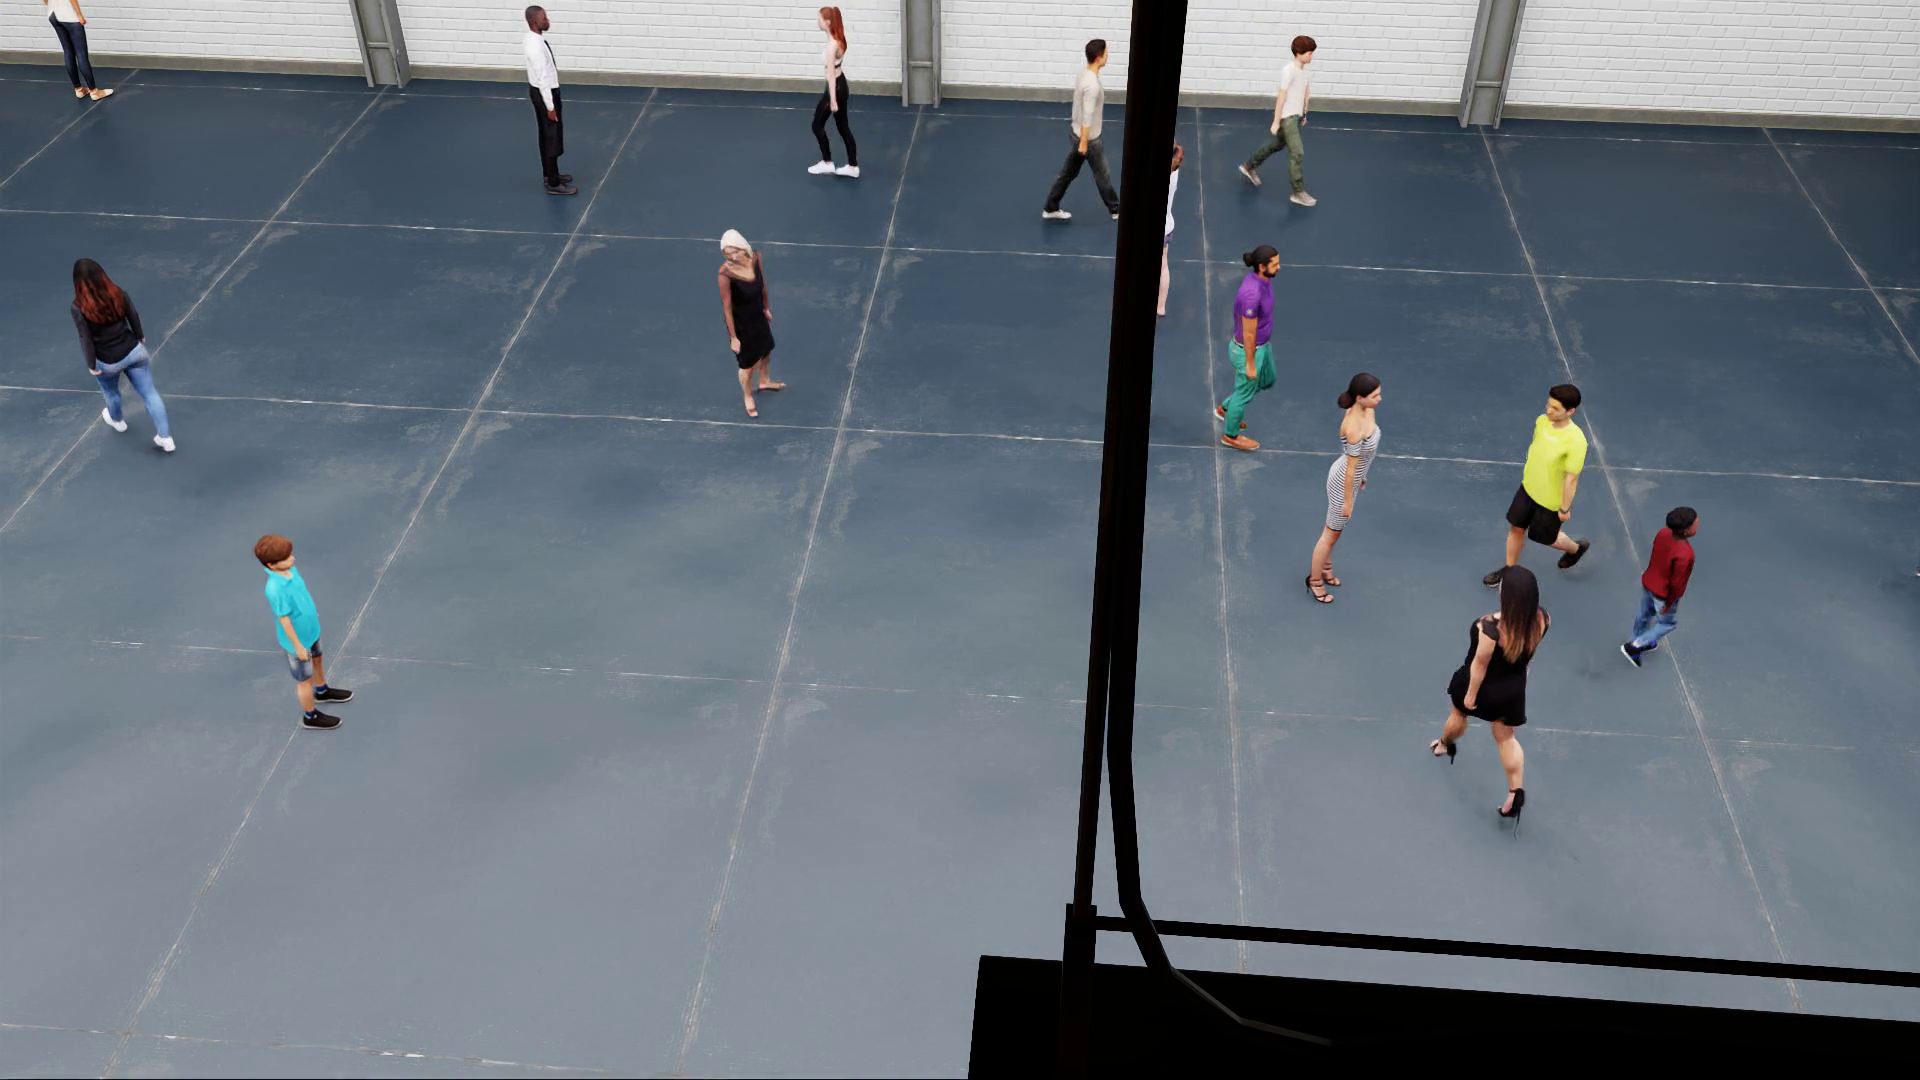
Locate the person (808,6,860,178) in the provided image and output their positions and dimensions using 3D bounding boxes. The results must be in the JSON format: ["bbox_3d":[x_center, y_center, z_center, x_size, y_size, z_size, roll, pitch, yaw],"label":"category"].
[{"bbox_3d":[-1.130,-4.361,16.294,0.757,1.729,0.645,6,39,8],"label":"person"}]

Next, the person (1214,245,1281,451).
[{"bbox_3d":[2.114,-1.465,12.647,0.774,1.755,0.727,14,41,17],"label":"person"}]

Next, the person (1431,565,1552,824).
[{"bbox_3d":[3.181,0.922,9.720,1.107,1.677,1.016,-13,40,-16],"label":"person"}]

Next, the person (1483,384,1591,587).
[{"bbox_3d":[4.060,-0.365,11.329,1.059,1.681,0.880,-13,40,-16],"label":"person"}]

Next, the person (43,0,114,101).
[{"bbox_3d":[-9.590,-5.599,17.800,0.570,1.784,0.726,15,41,18],"label":"person"}]

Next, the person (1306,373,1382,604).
[{"bbox_3d":[2.585,-0.359,11.213,0.618,1.817,0.638,14,41,17],"label":"person"}]

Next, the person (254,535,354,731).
[{"bbox_3d":[-4.140,0.550,10.370,0.509,1.448,0.544,0,39,0],"label":"person"}]

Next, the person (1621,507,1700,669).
[{"bbox_3d":[4.525,0.305,10.837,0.653,1.247,0.584,-8,39,-10],"label":"person"}]

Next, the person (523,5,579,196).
[{"bbox_3d":[-4.015,-4.259,16.083,0.689,1.834,0.718,-13,40,-16],"label":"person"}]

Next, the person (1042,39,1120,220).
[{"bbox_3d":[1.077,-3.768,15.525,1.219,1.762,0.860,-5,39,-6],"label":"person"}]

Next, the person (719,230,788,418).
[{"bbox_3d":[-1.656,-1.714,13.000,0.799,1.704,0.855,16,41,19],"label":"person"}]

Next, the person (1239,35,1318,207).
[{"bbox_3d":[3.098,-4.077,16.031,1.205,1.614,0.995,26,45,28],"label":"person"}]

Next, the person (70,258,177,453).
[{"bbox_3d":[-6.344,-1.363,12.639,1.132,1.605,1.015,28,47,31],"label":"person"}]
